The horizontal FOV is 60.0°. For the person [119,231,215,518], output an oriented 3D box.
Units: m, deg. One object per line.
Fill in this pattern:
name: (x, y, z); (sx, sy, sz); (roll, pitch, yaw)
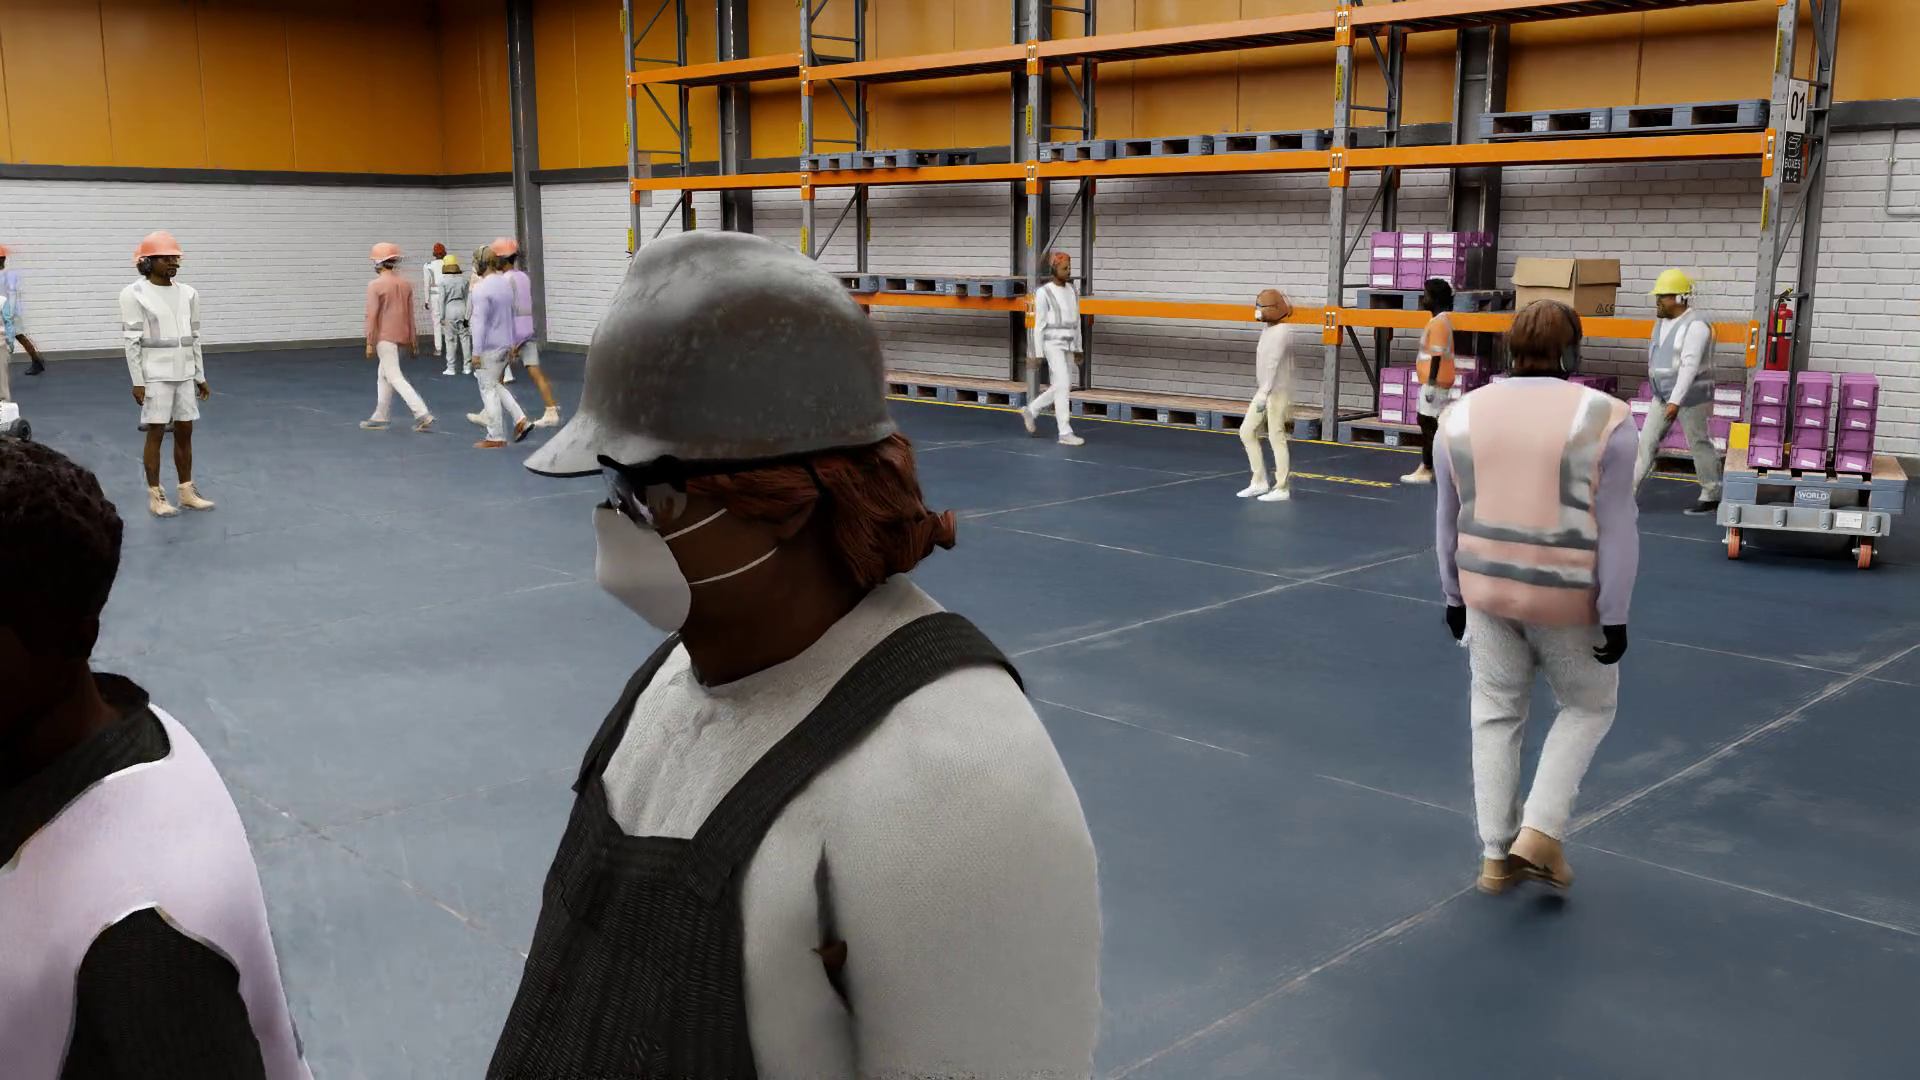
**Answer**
person: (-5.724, -1.196, 12.049); (0.366, 2.048, 0.606); (5, 12, 28)

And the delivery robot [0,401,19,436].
delivery robot: (-9.187, -1.156, 15.644); (0.477, 0.478, 0.707); (0, 10, -1)

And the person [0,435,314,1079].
person: (-0.866, 0.804, 1.690); (1.039, 1.843, 0.619); (-5, 12, -26)

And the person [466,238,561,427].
person: (-4.694, -2.160, 17.490); (1.041, 1.993, 0.617); (3, 11, 16)

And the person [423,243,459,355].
person: (-8.759, -4.066, 28.142); (0.585, 1.882, 0.337); (-4, 11, -21)

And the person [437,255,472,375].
person: (-7.355, -3.272, 24.207); (0.501, 1.736, 0.357); (-9, 13, -39)

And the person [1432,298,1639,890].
person: (1.754, 0.186, 5.084); (0.637, 1.831, 0.447); (9, 14, 40)

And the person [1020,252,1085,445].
person: (0.905, -1.879, 16.281); (0.781, 1.864, 0.573); (9, 14, 40)

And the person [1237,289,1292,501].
person: (2.313, -1.091, 12.645); (0.499, 1.614, 0.503); (-2, 11, -9)

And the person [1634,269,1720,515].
person: (5.119, -1.044, 11.965); (0.936, 1.775, 0.593); (-2, 11, -12)

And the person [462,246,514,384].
person: (-6.448, -3.090, 22.871); (0.986, 1.873, 0.595); (7, 12, 33)

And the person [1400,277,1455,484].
person: (3.903, -1.284, 13.497); (0.507, 1.682, 0.547); (3, 11, 16)

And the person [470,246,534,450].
person: (-4.390, -1.791, 15.641); (0.466, 1.928, 0.632); (1, 10, 7)

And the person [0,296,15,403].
person: (-10.945, -2.202, 18.753); (0.531, 1.591, 0.853); (-4, 11, -19)

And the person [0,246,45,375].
person: (-13.654, -3.273, 23.833); (0.558, 1.896, 0.993); (5, 12, 26)

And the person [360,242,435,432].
person: (-5.838, -2.083, 17.144); (0.973, 1.958, 0.623); (4, 11, 19)

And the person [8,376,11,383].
person: (-12.751, -2.794, 21.660); (0.536, 1.718, 0.912); (-3, 11, -14)

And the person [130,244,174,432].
person: (-8.283, -2.069, 17.111); (0.551, 1.934, 0.373); (4, 11, 20)
